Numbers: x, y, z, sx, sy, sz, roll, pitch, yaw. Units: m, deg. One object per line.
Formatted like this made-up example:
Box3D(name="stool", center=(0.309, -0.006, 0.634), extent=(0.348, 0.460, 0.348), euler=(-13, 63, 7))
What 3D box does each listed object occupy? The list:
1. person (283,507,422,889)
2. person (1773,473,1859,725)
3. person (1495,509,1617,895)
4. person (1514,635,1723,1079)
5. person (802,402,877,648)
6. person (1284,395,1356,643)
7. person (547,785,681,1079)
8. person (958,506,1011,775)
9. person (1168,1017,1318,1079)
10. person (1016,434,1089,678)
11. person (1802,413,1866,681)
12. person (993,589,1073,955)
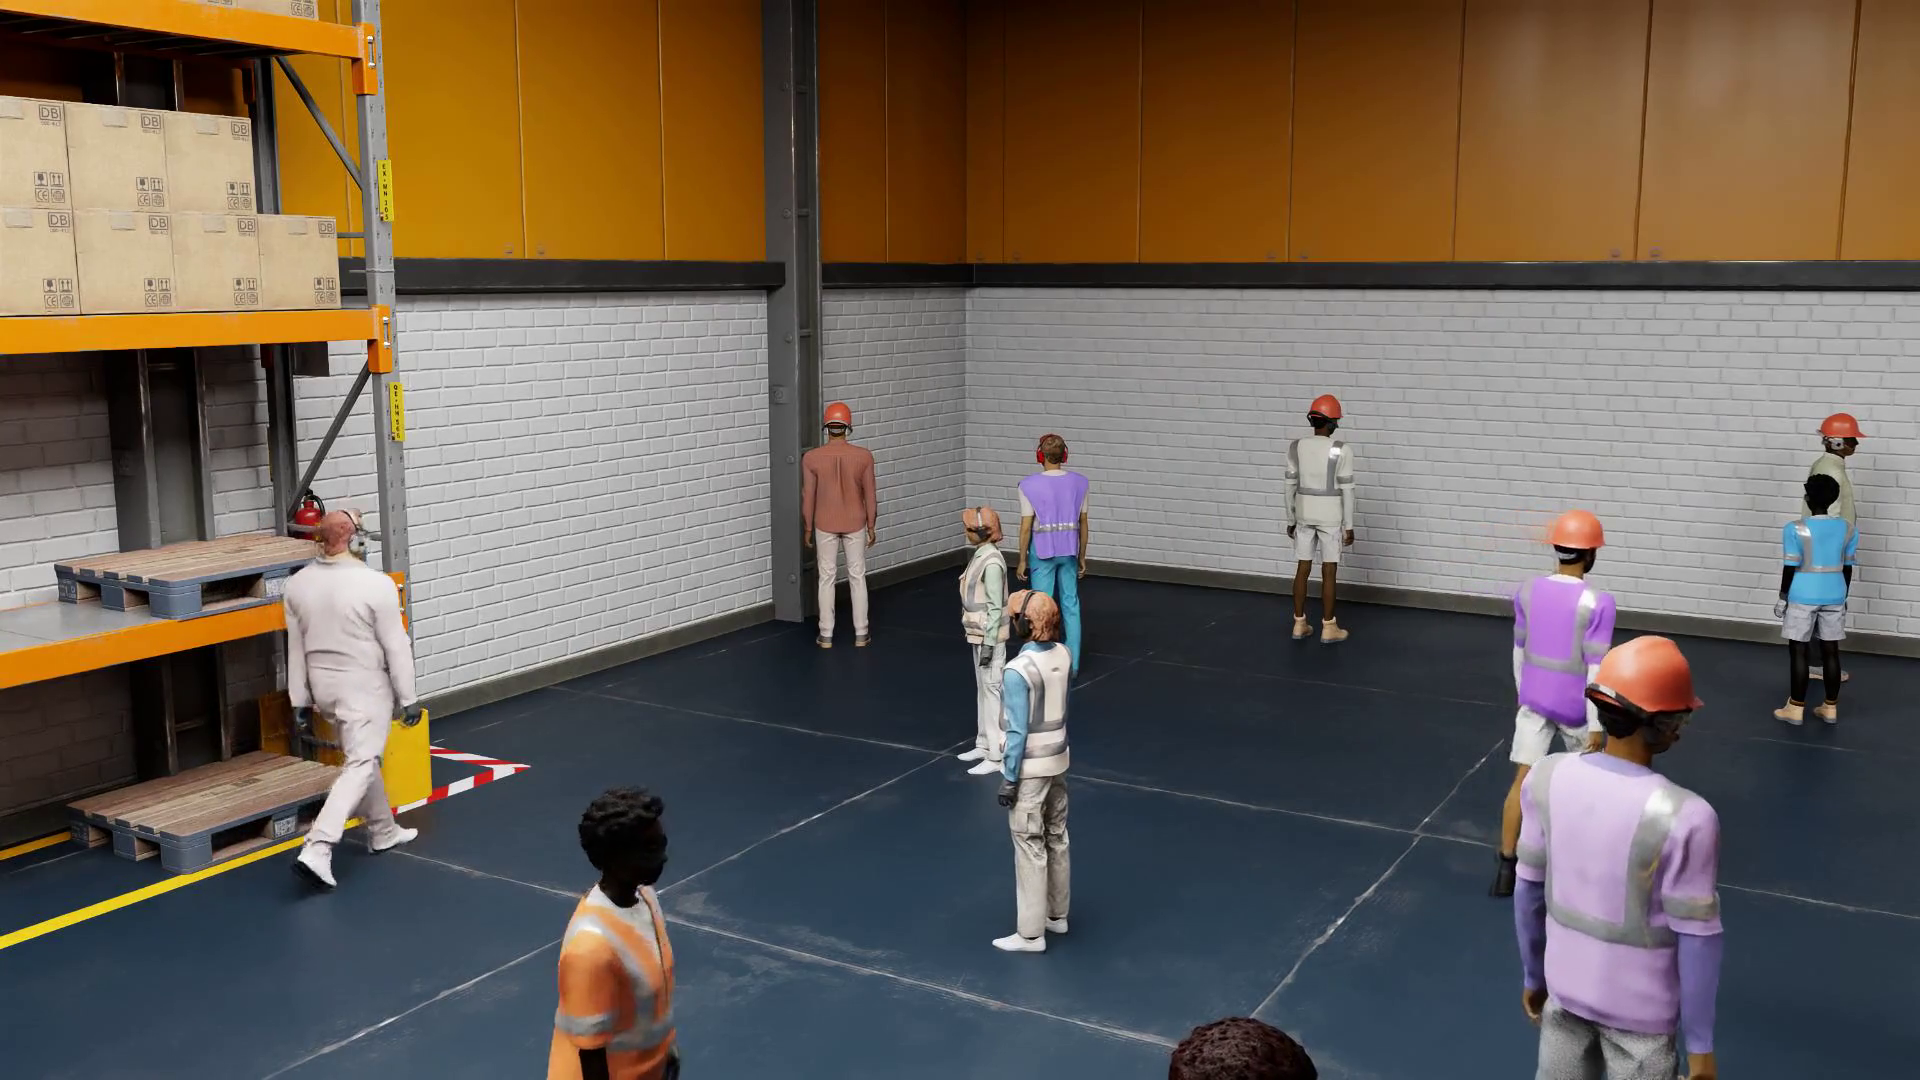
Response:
Box3D(name="person", center=(-3.081, 0.767, 8.371), extent=(0.647, 1.874, 0.934), euler=(4, 10, 22))
Box3D(name="person", center=(5.746, 0.400, 11.195), extent=(0.540, 1.695, 0.318), euler=(-1, 9, -7))
Box3D(name="person", center=(2.984, 0.785, 8.218), extent=(0.980, 1.884, 0.561), euler=(-7, 12, -39))
Box3D(name="person", center=(1.861, 1.271, 4.688), extent=(0.388, 2.041, 0.615), euler=(-6, 11, -32))
Box3D(name="person", center=(-0.976, -0.118, 13.495), extent=(0.611, 1.996, 0.378), euler=(-1, 9, -7))
Box3D(name="person", center=(2.976, -0.176, 13.708), extent=(0.615, 2.043, 0.373), euler=(7, 12, 38))
Box3D(name="person", center=(-0.925, 1.476, 4.486), extent=(0.337, 1.697, 0.671), euler=(0, 9, 1))
Box3D(name="person", center=(0.155, 0.603, 10.110), extent=(0.310, 1.639, 0.514), euler=(-1, 9, -8))
Box3D(name="person", center=(0.363, 1.664, 2.620), extent=(0.370, 1.916, 0.597), euler=(-1, 9, -6))
Box3D(name="person", center=(0.694, 0.134, 12.384), extent=(0.564, 1.846, 0.393), euler=(-3, 10, -20))
Box3D(name="person", center=(6.519, 0.043, 12.489), extent=(0.380, 1.996, 0.608), euler=(3, 10, 18))
Box3D(name="person", center=(0.335, 1.029, 7.445), extent=(0.307, 1.639, 0.525), euler=(5, 11, 31))
